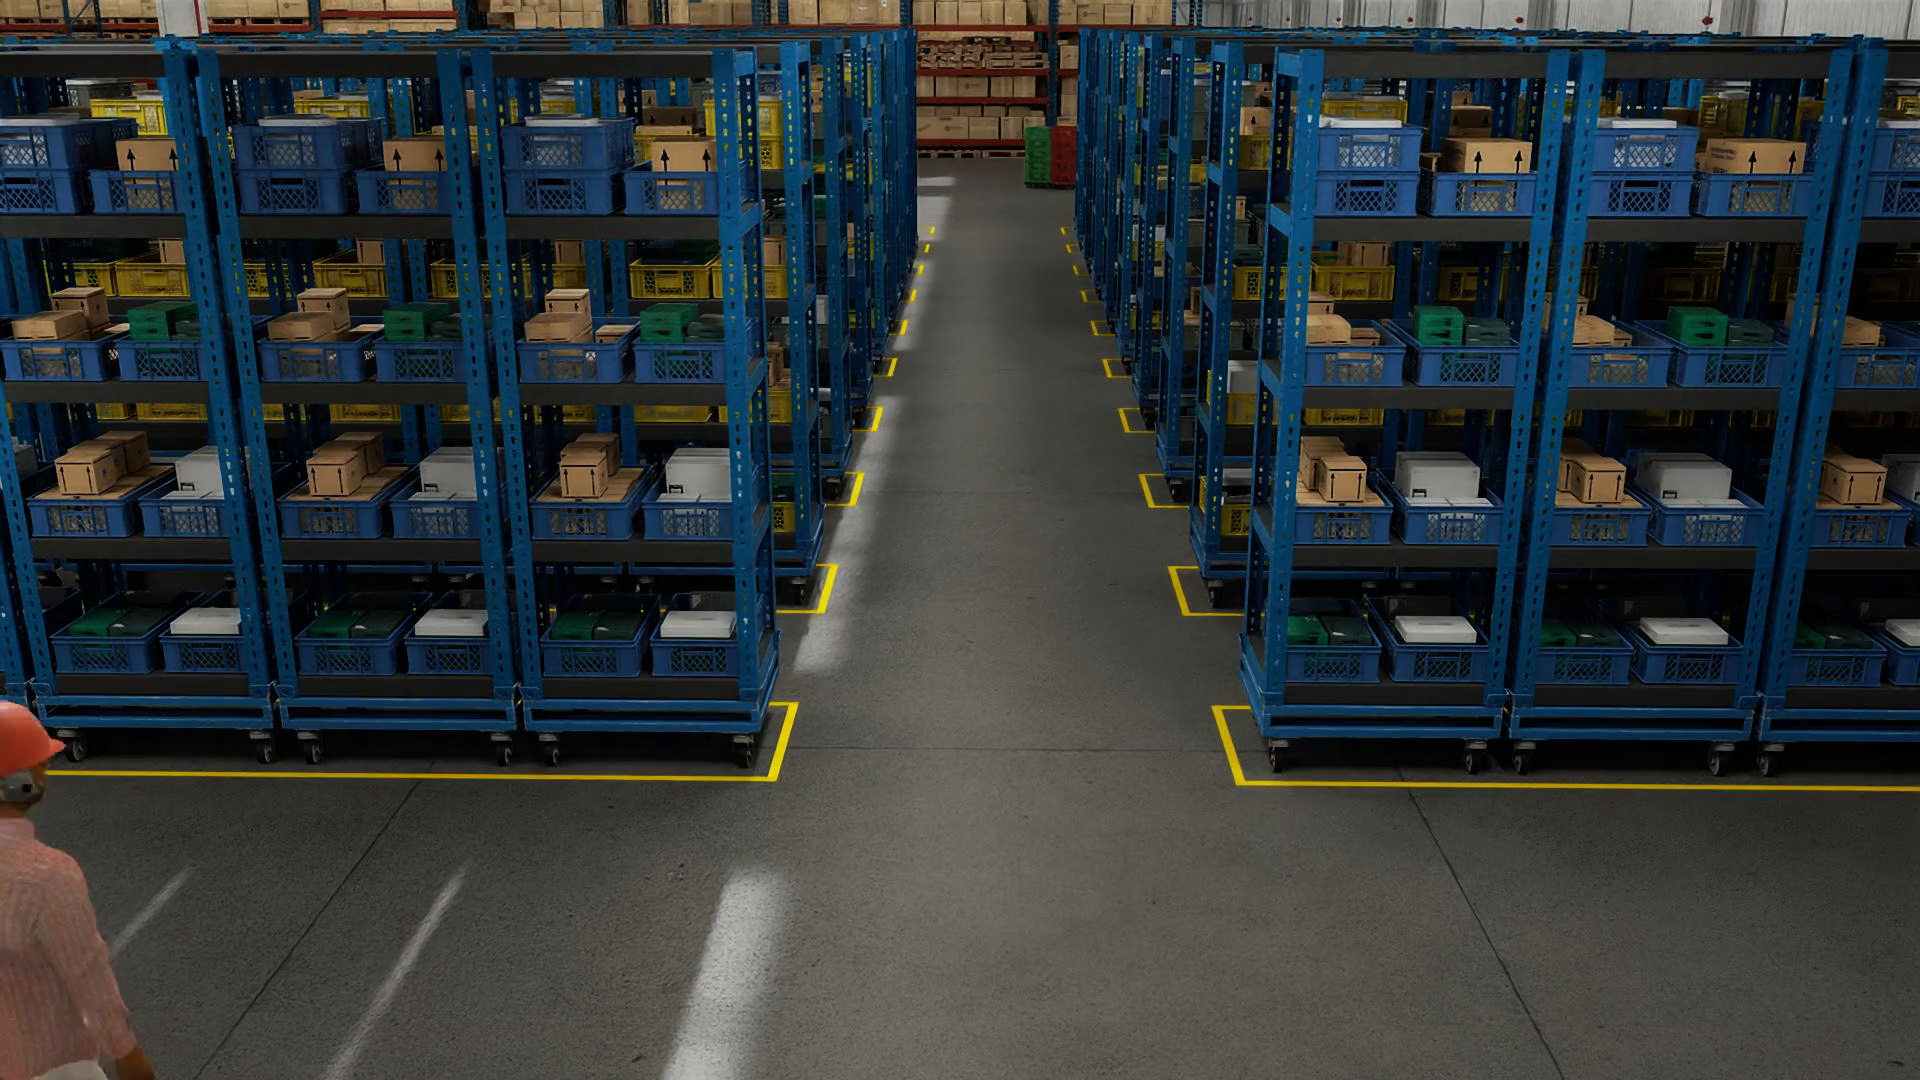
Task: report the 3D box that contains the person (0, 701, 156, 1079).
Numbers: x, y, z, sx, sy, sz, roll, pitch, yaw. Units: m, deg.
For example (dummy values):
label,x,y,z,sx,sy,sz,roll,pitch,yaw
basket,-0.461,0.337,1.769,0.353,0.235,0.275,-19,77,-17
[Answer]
label,x,y,z,sx,sy,sz,roll,pitch,yaw
person,-2.653,1.412,4.651,0.616,1.964,0.885,11,21,31
